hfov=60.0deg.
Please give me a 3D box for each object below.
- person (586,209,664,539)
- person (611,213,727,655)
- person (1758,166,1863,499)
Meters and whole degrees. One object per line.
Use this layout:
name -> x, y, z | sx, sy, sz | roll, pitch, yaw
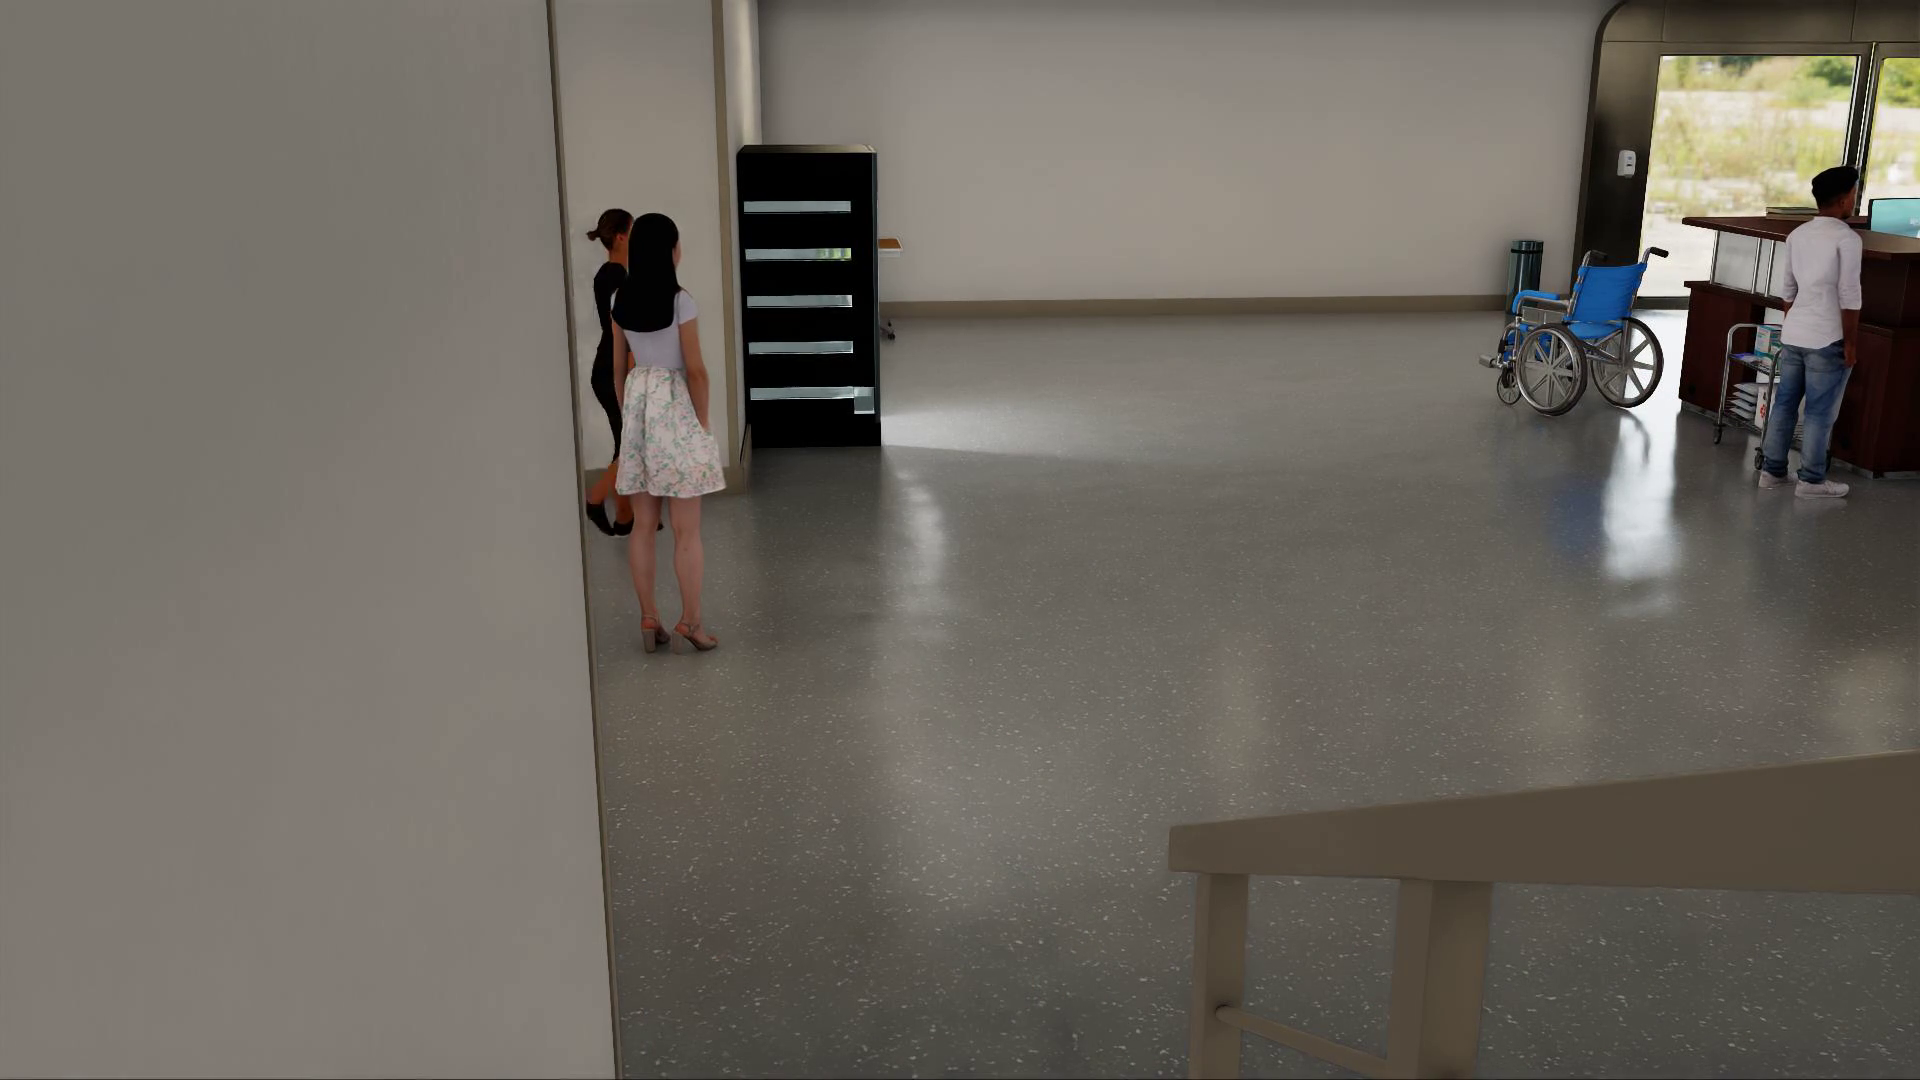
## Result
person -> -1.753, -0.790, 8.249 | 0.800, 1.654, 0.770 | -9, 18, -28
person -> -1.188, -0.415, 6.697 | 0.770, 1.774, 0.802 | 7, 17, 24
person -> 4.762, -1.159, 9.258 | 0.758, 1.816, 0.606 | -6, 17, -19
